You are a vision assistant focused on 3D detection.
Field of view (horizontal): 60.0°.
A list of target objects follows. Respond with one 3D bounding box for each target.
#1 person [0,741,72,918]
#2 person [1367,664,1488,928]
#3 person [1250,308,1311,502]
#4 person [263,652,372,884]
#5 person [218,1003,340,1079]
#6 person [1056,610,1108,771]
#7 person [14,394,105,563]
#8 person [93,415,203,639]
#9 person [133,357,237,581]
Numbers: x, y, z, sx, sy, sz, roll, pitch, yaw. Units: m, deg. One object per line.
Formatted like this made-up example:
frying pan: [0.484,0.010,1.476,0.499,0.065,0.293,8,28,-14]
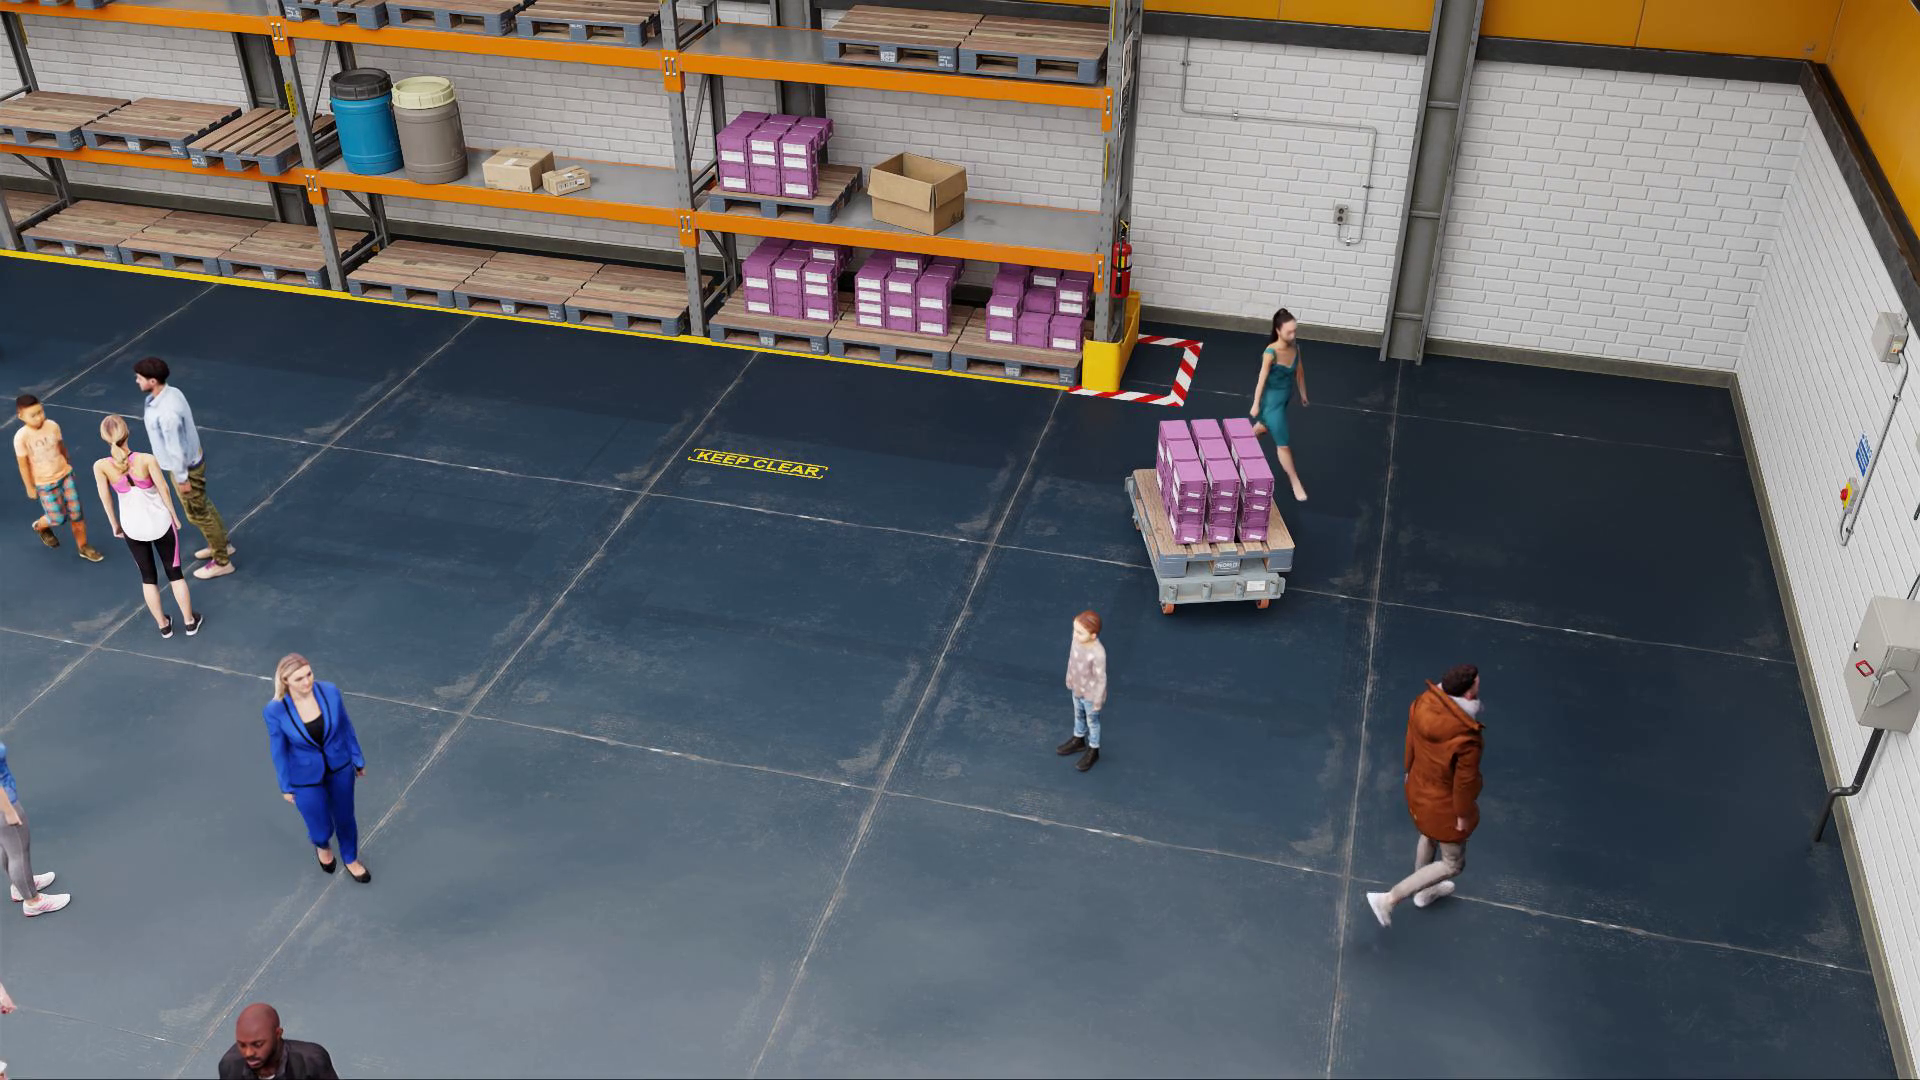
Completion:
person: [-5.568,1.498,9.613,0.711,1.608,0.616,-27,42,-34]
person: [2.678,1.485,9.437,1.101,1.824,1.001,-12,36,-18]
person: [2.496,-1.118,13.524,1.109,1.635,0.949,28,43,35]
person: [-3.807,1.333,9.788,0.772,1.688,0.810,-28,43,-35]
person: [-3.004,2.747,7.537,0.695,1.825,0.841,-4,34,-6]
person: [0.828,0.955,10.804,0.616,1.193,0.545,-21,39,-28]
person: [-6.993,-0.480,12.736,0.858,1.444,0.644,15,36,21]
person: [-5.780,-0.081,11.826,0.619,1.788,0.737,-8,35,-13]
person: [-5.827,-0.559,12.528,0.781,1.806,0.761,-12,35,-17]
